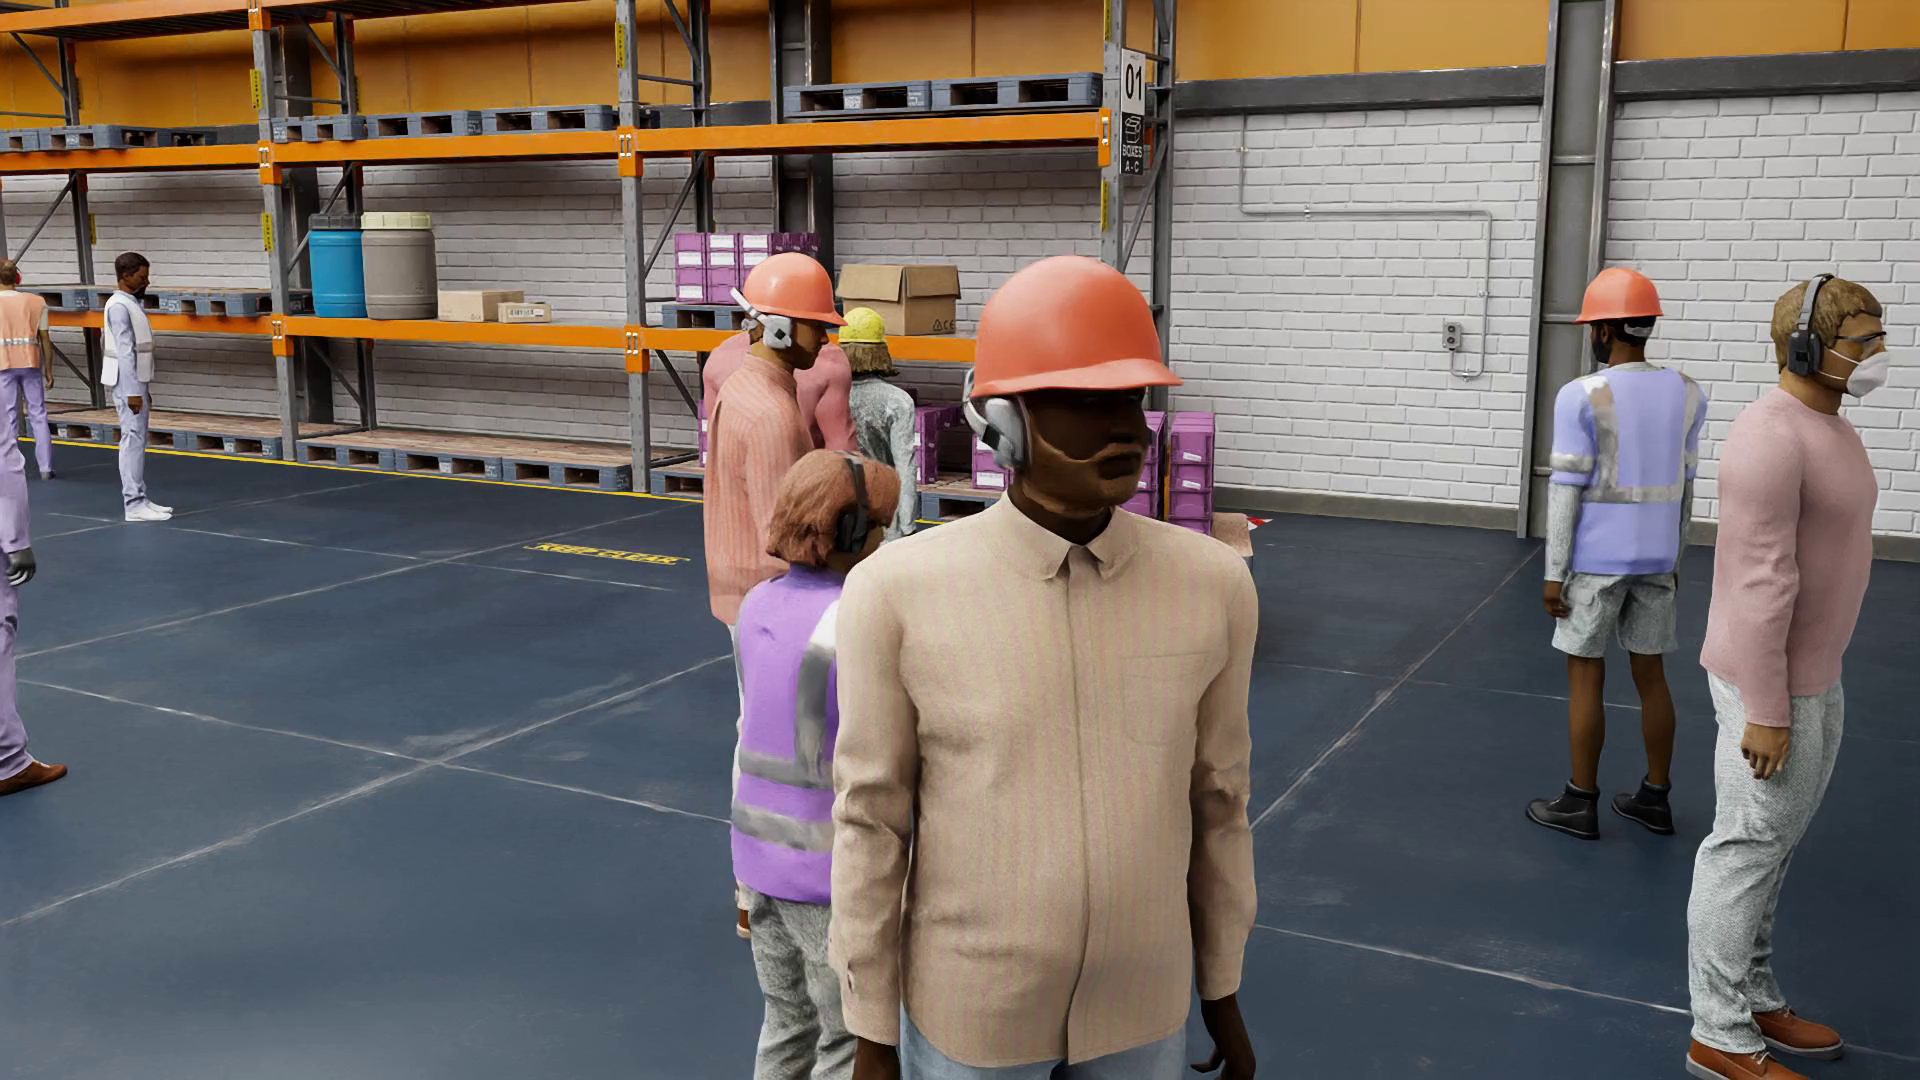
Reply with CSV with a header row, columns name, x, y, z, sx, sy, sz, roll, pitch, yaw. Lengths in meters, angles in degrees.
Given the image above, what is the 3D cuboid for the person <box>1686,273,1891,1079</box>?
name,x,y,z,sx,sy,sz,roll,pitch,yaw
person,1.965,0.348,3.948,0.372,1.940,0.632,8,13,37

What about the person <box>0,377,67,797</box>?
name,x,y,z,sx,sy,sz,roll,pitch,yaw
person,-3.639,-0.010,6.015,0.638,1.902,0.407,1,10,6

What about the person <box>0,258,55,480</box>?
name,x,y,z,sx,sy,sz,roll,pitch,yaw
person,-7.800,-1.395,13.742,0.566,1.850,0.389,-8,13,-38

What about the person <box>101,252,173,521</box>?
name,x,y,z,sx,sy,sz,roll,pitch,yaw
person,-5.935,-1.096,11.929,0.390,1.914,0.588,-4,11,-21

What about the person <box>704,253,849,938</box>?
name,x,y,z,sx,sy,sz,roll,pitch,yaw
person,-0.521,0.176,4.792,0.411,1.979,0.625,-3,11,-14

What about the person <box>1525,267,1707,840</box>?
name,x,y,z,sx,sy,sz,roll,pitch,yaw
person,2.211,0.050,5.645,0.557,1.925,0.414,-2,11,-13

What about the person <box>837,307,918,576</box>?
name,x,y,z,sx,sy,sz,roll,pitch,yaw
person,-0.397,-0.086,6.893,0.483,1.737,0.320,4,11,19

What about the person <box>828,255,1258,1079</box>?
name,x,y,z,sx,sy,sz,roll,pitch,yaw
person,0.126,0.622,2.283,0.612,1.997,0.375,-3,11,-17

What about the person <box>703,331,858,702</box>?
name,x,y,z,sx,sy,sz,roll,pitch,yaw
person,-0.698,-0.138,6.613,0.630,1.940,0.372,3,11,17

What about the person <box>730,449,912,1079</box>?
name,x,y,z,sx,sy,sz,roll,pitch,yaw
person,-0.273,0.637,3.206,0.349,1.629,0.530,-7,13,-35
